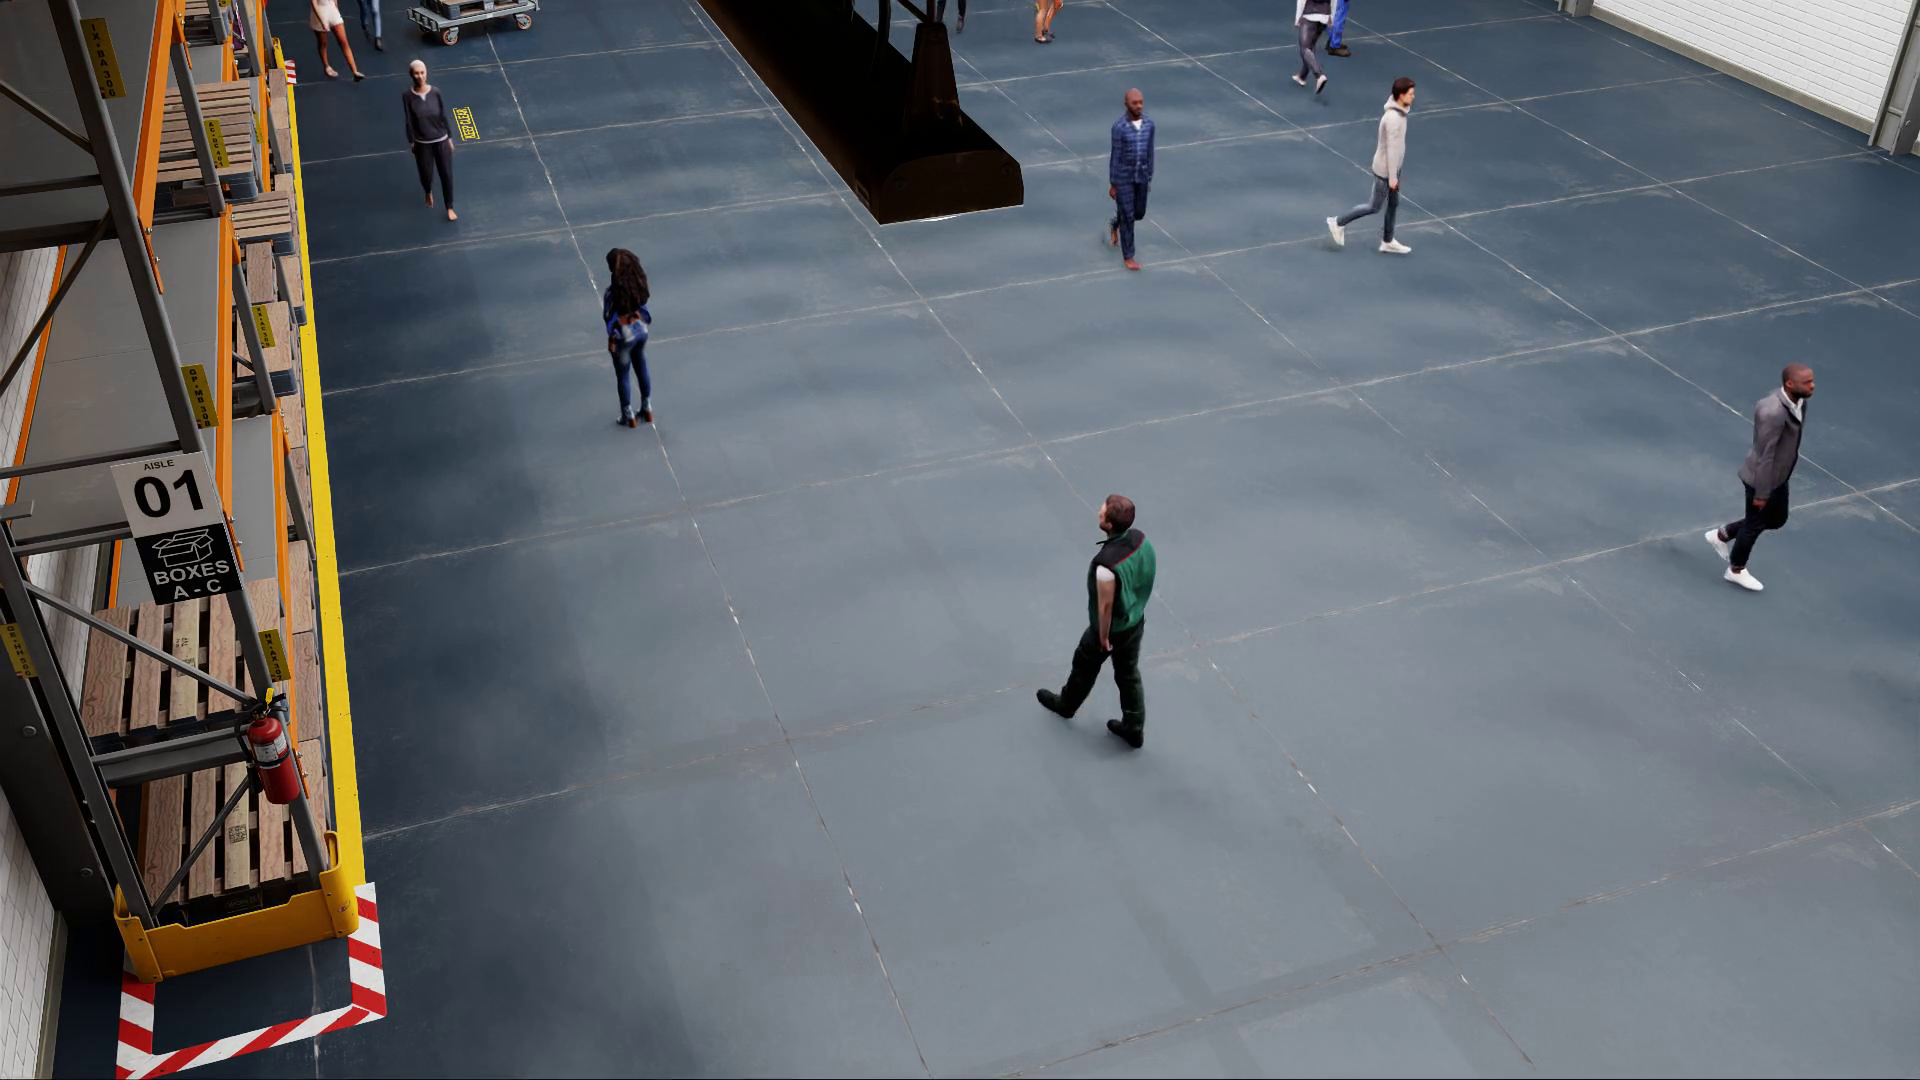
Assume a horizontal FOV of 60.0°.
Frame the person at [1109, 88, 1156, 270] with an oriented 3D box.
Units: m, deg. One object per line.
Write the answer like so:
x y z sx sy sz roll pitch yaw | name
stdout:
1.678 -3.675 16.773 0.730 1.800 1.025 -15 37 -22 | person

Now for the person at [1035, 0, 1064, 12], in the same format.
1.303 -8.701 24.303 0.698 1.836 0.652 -1 34 -1 | person

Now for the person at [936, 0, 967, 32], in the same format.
-0.049 -7.925 23.259 1.099 1.700 1.208 12 36 18 | person

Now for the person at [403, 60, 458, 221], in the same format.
-5.675 -4.307 17.803 0.646 1.713 0.754 -15 36 -21 | person

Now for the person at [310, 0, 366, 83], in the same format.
-8.279 -6.757 21.560 1.216 1.636 0.947 26 42 34 | person

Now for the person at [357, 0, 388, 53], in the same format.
-8.161 -7.592 22.775 0.835 1.680 1.154 -21 39 -28 | person

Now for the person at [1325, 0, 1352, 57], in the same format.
5.212 -7.531 22.563 0.817 1.813 0.685 4 34 6 | person

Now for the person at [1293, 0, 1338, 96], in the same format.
4.520 -6.554 21.113 0.676 1.793 1.116 -11 35 -16 | person

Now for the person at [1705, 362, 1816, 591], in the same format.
5.719 -0.481 11.965 0.868 1.805 0.908 -28 43 -36 | person

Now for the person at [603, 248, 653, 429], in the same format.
-2.765 -1.711 13.981 0.714 1.622 0.704 26 41 33 | person

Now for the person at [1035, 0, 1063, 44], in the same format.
1.108 -7.698 22.945 0.806 1.669 0.744 12 35 17 | person

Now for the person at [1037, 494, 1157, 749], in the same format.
1.038 0.543 10.418 1.126 1.811 0.951 28 43 35 | person

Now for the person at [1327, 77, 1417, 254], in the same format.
4.251 -3.784 16.912 1.190 1.829 1.133 14 36 20 | person
